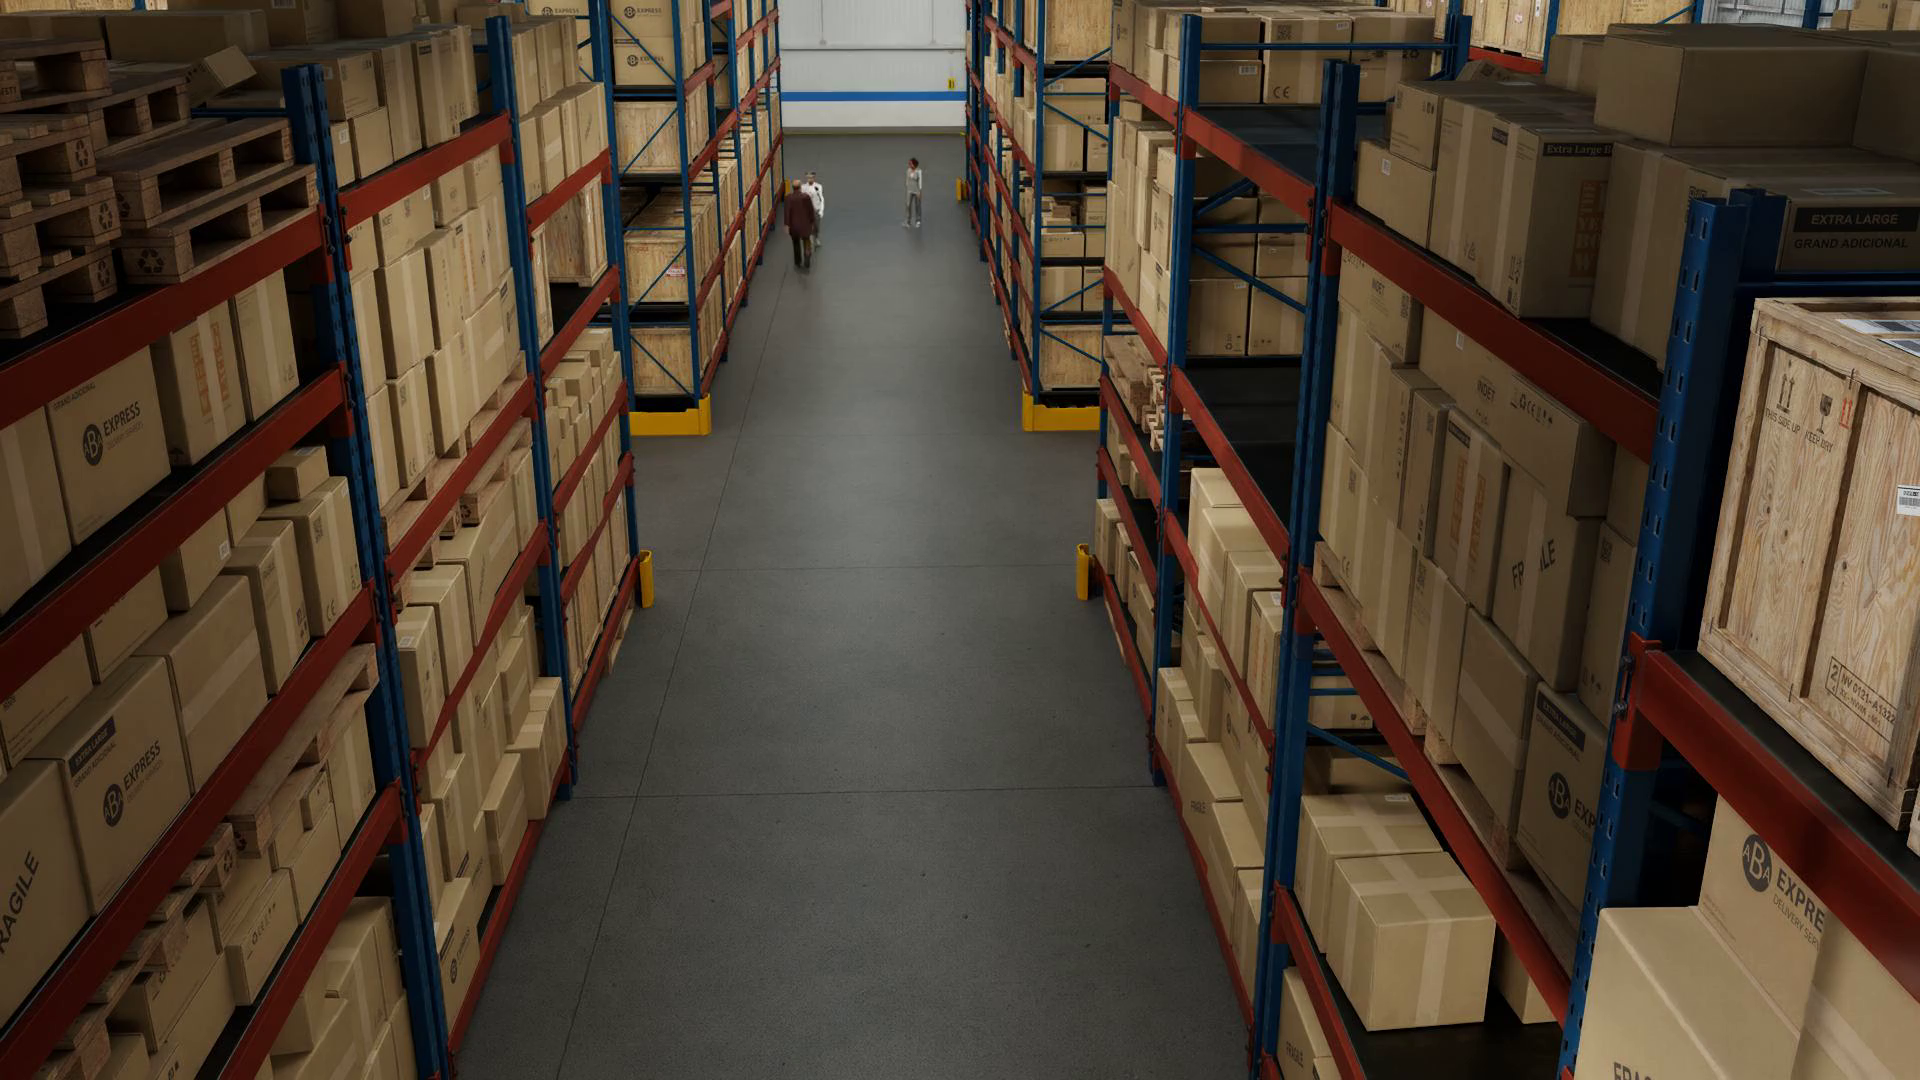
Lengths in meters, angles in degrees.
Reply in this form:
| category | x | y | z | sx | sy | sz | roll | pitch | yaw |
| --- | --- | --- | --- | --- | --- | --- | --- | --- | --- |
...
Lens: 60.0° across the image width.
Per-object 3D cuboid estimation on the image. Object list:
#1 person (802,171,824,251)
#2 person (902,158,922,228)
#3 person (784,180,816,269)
| category | x | y | z | sx | sy | sz | roll | pitch | yaw |
| --- | --- | --- | --- | --- | --- | --- | --- | --- | --- |
| person | -3.140 | -7.055 | 35.528 | 0.470 | 1.636 | 0.942 | -5 | 21 | -13 |
| person | -1.066 | -7.891 | 37.861 | 0.408 | 1.577 | 0.812 | 5 | 21 | 13 |
| person | -3.231 | -6.382 | 33.583 | 0.631 | 1.763 | 0.854 | -3 | 21 | -7 |
